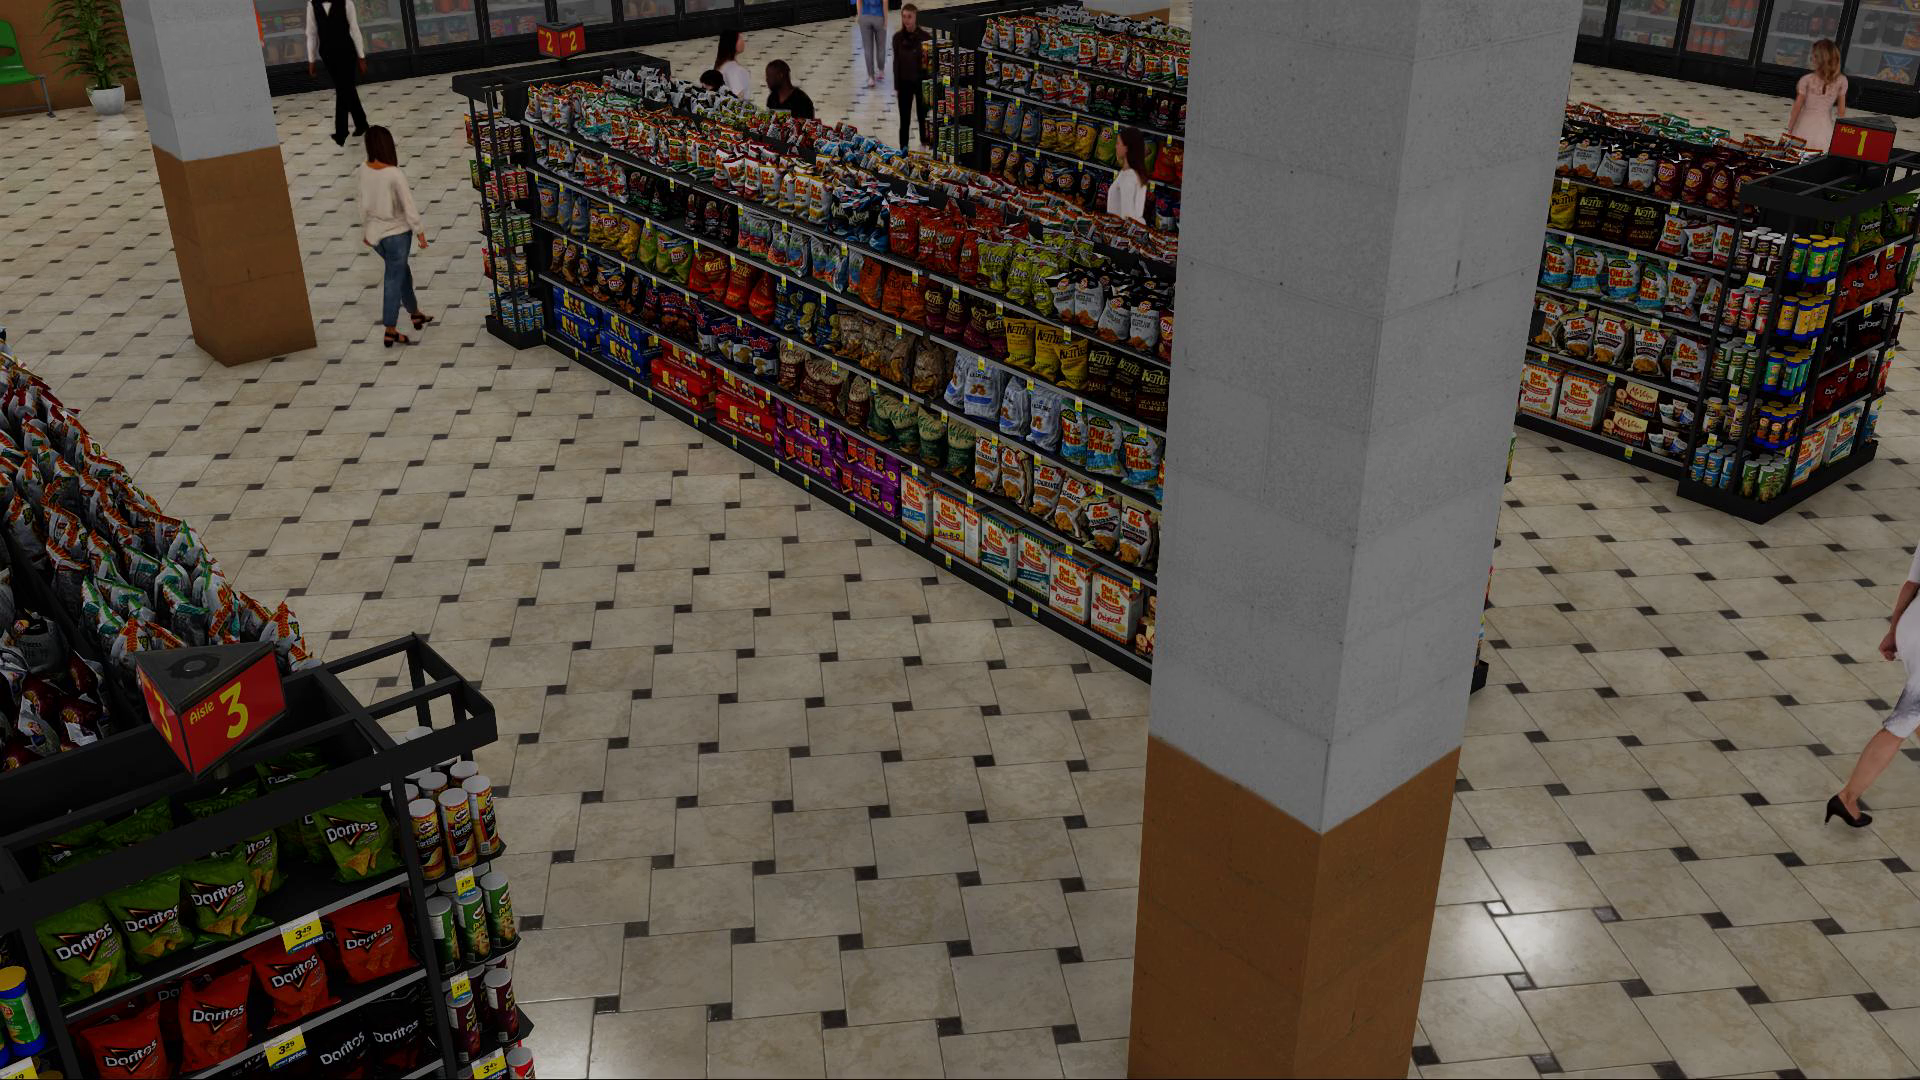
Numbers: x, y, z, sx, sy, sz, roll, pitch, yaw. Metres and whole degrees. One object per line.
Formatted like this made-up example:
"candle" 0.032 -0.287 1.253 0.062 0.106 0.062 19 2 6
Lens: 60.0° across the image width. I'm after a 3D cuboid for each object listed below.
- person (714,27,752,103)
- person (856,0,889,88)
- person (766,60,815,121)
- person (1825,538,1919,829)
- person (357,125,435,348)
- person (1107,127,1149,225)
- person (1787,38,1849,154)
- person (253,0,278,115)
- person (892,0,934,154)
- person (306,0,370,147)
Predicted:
"person" -2.310 -4.167 16.320 0.923 1.663 0.885 -7 28 -13
"person" -1.112 -6.579 21.164 0.895 1.583 1.009 -1 27 -2
"person" -1.364 -3.205 14.299 0.988 1.775 0.845 23 35 37
"person" 4.069 0.503 7.068 0.980 1.701 1.101 -5 27 -11
"person" -4.370 -2.263 12.564 0.864 1.664 0.871 14 30 26
"person" 1.269 -2.266 12.544 0.707 1.688 0.685 7 28 14
"person" 7.722 -3.567 14.976 0.721 1.808 0.850 12 29 23
"person" -8.462 -5.919 19.681 0.635 1.747 0.761 12 29 22
"person" -0.449 -4.760 17.494 1.105 1.659 1.105 5 27 11
"person" -6.837 -5.348 18.426 1.266 1.865 1.316 3 27 5
